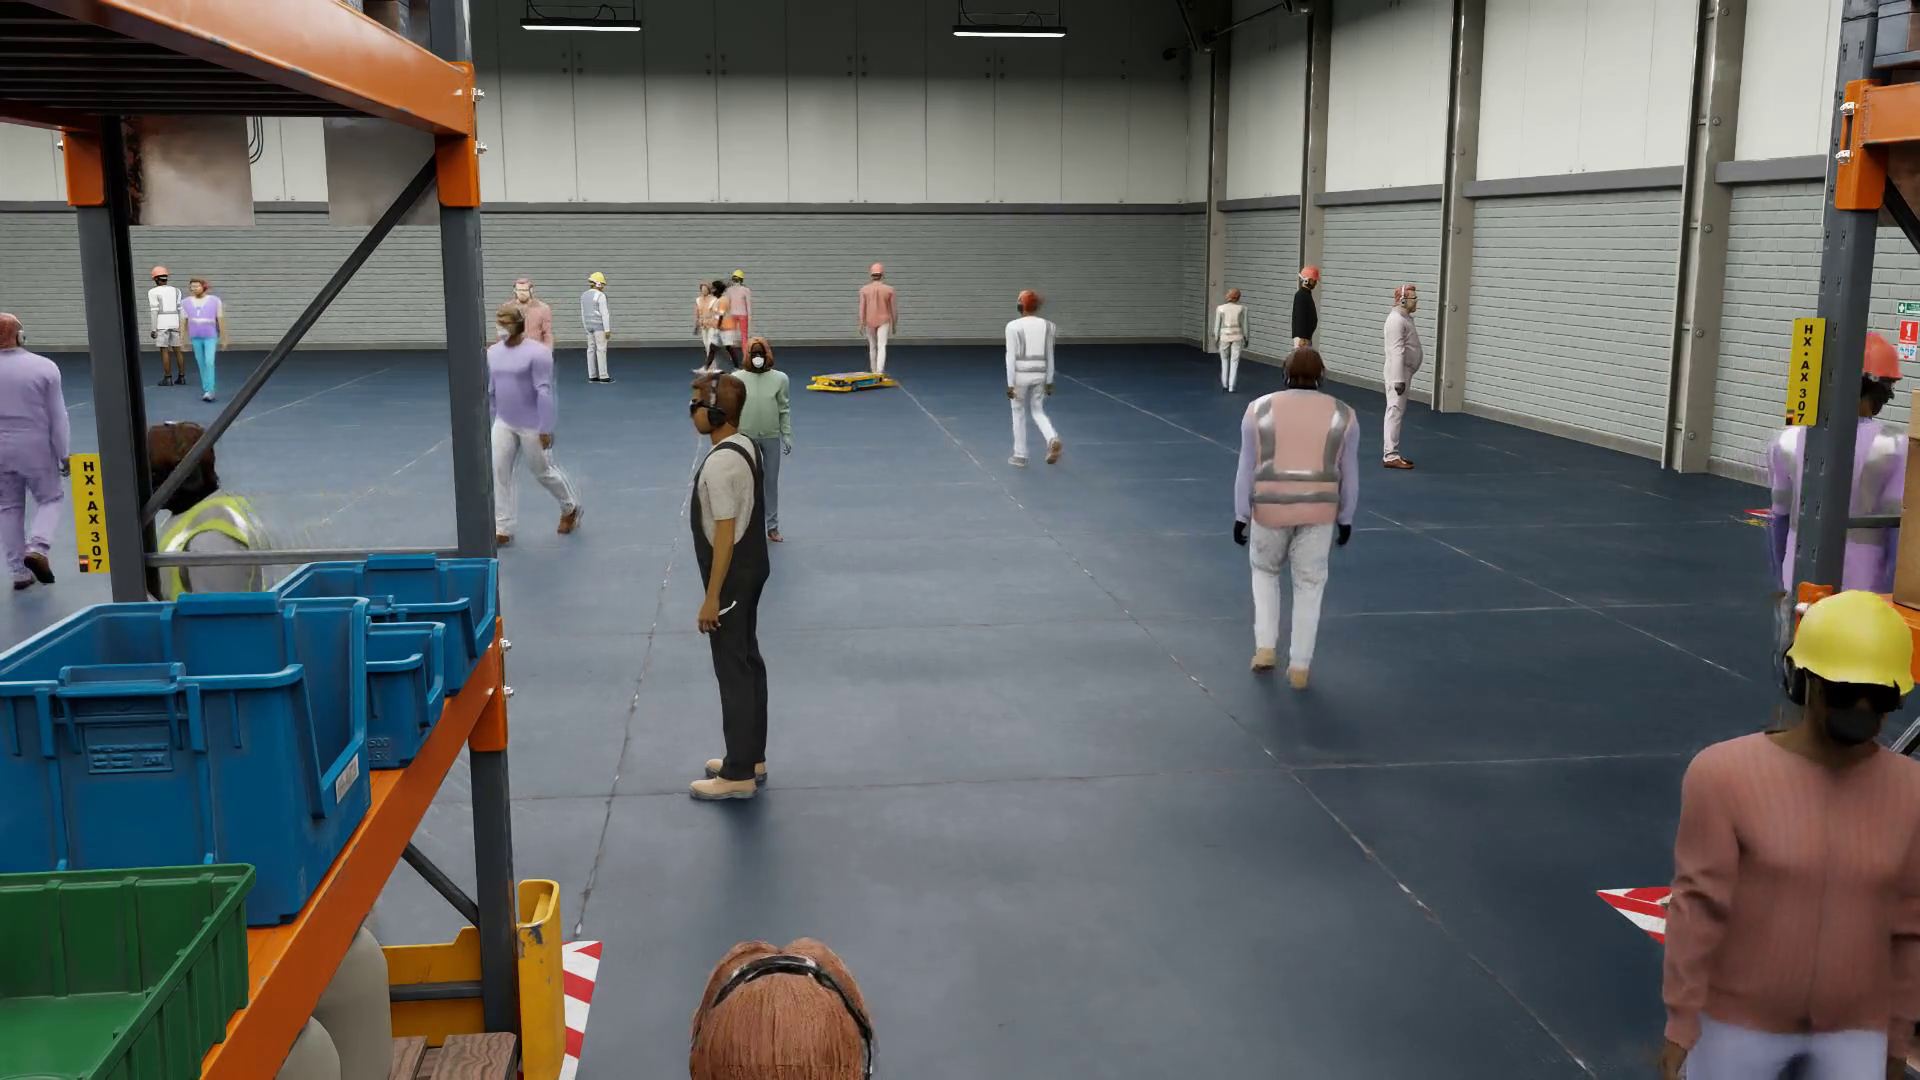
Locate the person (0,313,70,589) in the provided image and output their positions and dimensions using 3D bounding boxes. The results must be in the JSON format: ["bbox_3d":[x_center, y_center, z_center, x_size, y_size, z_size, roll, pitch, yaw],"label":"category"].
[{"bbox_3d":[-6.417,-0.593,11.336,0.660,1.888,0.471,-2,11,-12],"label":"person"}]

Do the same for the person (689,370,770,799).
[{"bbox_3d":[-1.000,0.194,7.146,0.345,1.847,0.504,1,10,8],"label":"person"}]

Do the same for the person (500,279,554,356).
[{"bbox_3d":[-5.380,-2.288,20.681,0.648,1.878,0.846,-3,11,-14],"label":"person"}]

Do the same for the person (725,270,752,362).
[{"bbox_3d":[-4.274,-4.321,32.116,0.533,1.767,0.327,1,10,7],"label":"person"}]

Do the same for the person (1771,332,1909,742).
[{"bbox_3d":[3.622,0.177,6.753,0.675,2.019,0.649,-6,12,-32],"label":"person"}]

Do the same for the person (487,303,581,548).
[{"bbox_3d":[-3.415,-0.920,13.123,0.638,1.905,0.973,5,11,25],"label":"person"}]

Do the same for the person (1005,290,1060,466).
[{"bbox_3d":[0.759,-1.665,17.310,0.580,1.864,0.721,-6,12,-29],"label":"person"}]

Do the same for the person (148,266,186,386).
[{"bbox_3d":[-12.857,-3.455,26.917,0.389,1.929,0.547,7,12,32],"label":"person"}]

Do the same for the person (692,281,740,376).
[{"bbox_3d":[-4.137,-3.578,28.322,0.857,1.645,0.546,-5,11,-24],"label":"person"}]

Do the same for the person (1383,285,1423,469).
[{"bbox_3d":[4.621,-1.705,17.387,0.407,1.910,0.639,3,11,15],"label":"person"}]

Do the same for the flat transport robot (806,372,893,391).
[{"bbox_3d":[-1.735,-2.511,26.291,0.652,0.197,1.431,6,12,32],"label":"flat transport robot"}]

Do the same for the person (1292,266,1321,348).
[{"bbox_3d":[4.924,-2.905,23.732,0.388,1.991,0.609,4,11,20],"label":"person"}]

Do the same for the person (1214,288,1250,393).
[{"bbox_3d":[4.242,-3.105,25.905,0.527,1.598,0.844,3,11,15],"label":"person"}]

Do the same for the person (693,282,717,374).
[{"bbox_3d":[-4.443,-3.699,29.094,0.537,1.617,0.608,6,12,30],"label":"person"}]

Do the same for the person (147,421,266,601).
[{"bbox_3d":[-2.444,0.510,5.490,0.696,1.822,0.646,-6,12,-30],"label":"person"}]

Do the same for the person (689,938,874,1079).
[{"bbox_3d":[-0.168,1.262,1.892,0.520,1.619,0.628,-1,10,-5],"label":"person"}]

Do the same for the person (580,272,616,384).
[{"bbox_3d":[-5.952,-3.479,27.346,0.589,1.822,0.403,8,13,38],"label":"person"}]

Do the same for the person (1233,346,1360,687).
[{"bbox_3d":[1.816,-0.136,9.008,0.663,1.822,0.567,1,10,7],"label":"person"}]

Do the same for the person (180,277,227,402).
[{"bbox_3d":[-11.070,-2.908,24.241,0.591,1.809,0.874,-1,10,-5],"label":"person"}]

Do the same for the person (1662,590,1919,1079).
[{"bbox_3d":[1.663,0.929,3.372,0.541,1.746,0.650,1,10,5],"label":"person"}]

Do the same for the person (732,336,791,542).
[{"bbox_3d":[-1.581,-0.786,13.096,0.507,1.631,0.266,-3,11,-16],"label":"person"}]

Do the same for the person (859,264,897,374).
[{"bbox_3d":[-1.386,-3.674,28.087,0.630,1.947,1.046,0,10,0],"label":"person"}]
